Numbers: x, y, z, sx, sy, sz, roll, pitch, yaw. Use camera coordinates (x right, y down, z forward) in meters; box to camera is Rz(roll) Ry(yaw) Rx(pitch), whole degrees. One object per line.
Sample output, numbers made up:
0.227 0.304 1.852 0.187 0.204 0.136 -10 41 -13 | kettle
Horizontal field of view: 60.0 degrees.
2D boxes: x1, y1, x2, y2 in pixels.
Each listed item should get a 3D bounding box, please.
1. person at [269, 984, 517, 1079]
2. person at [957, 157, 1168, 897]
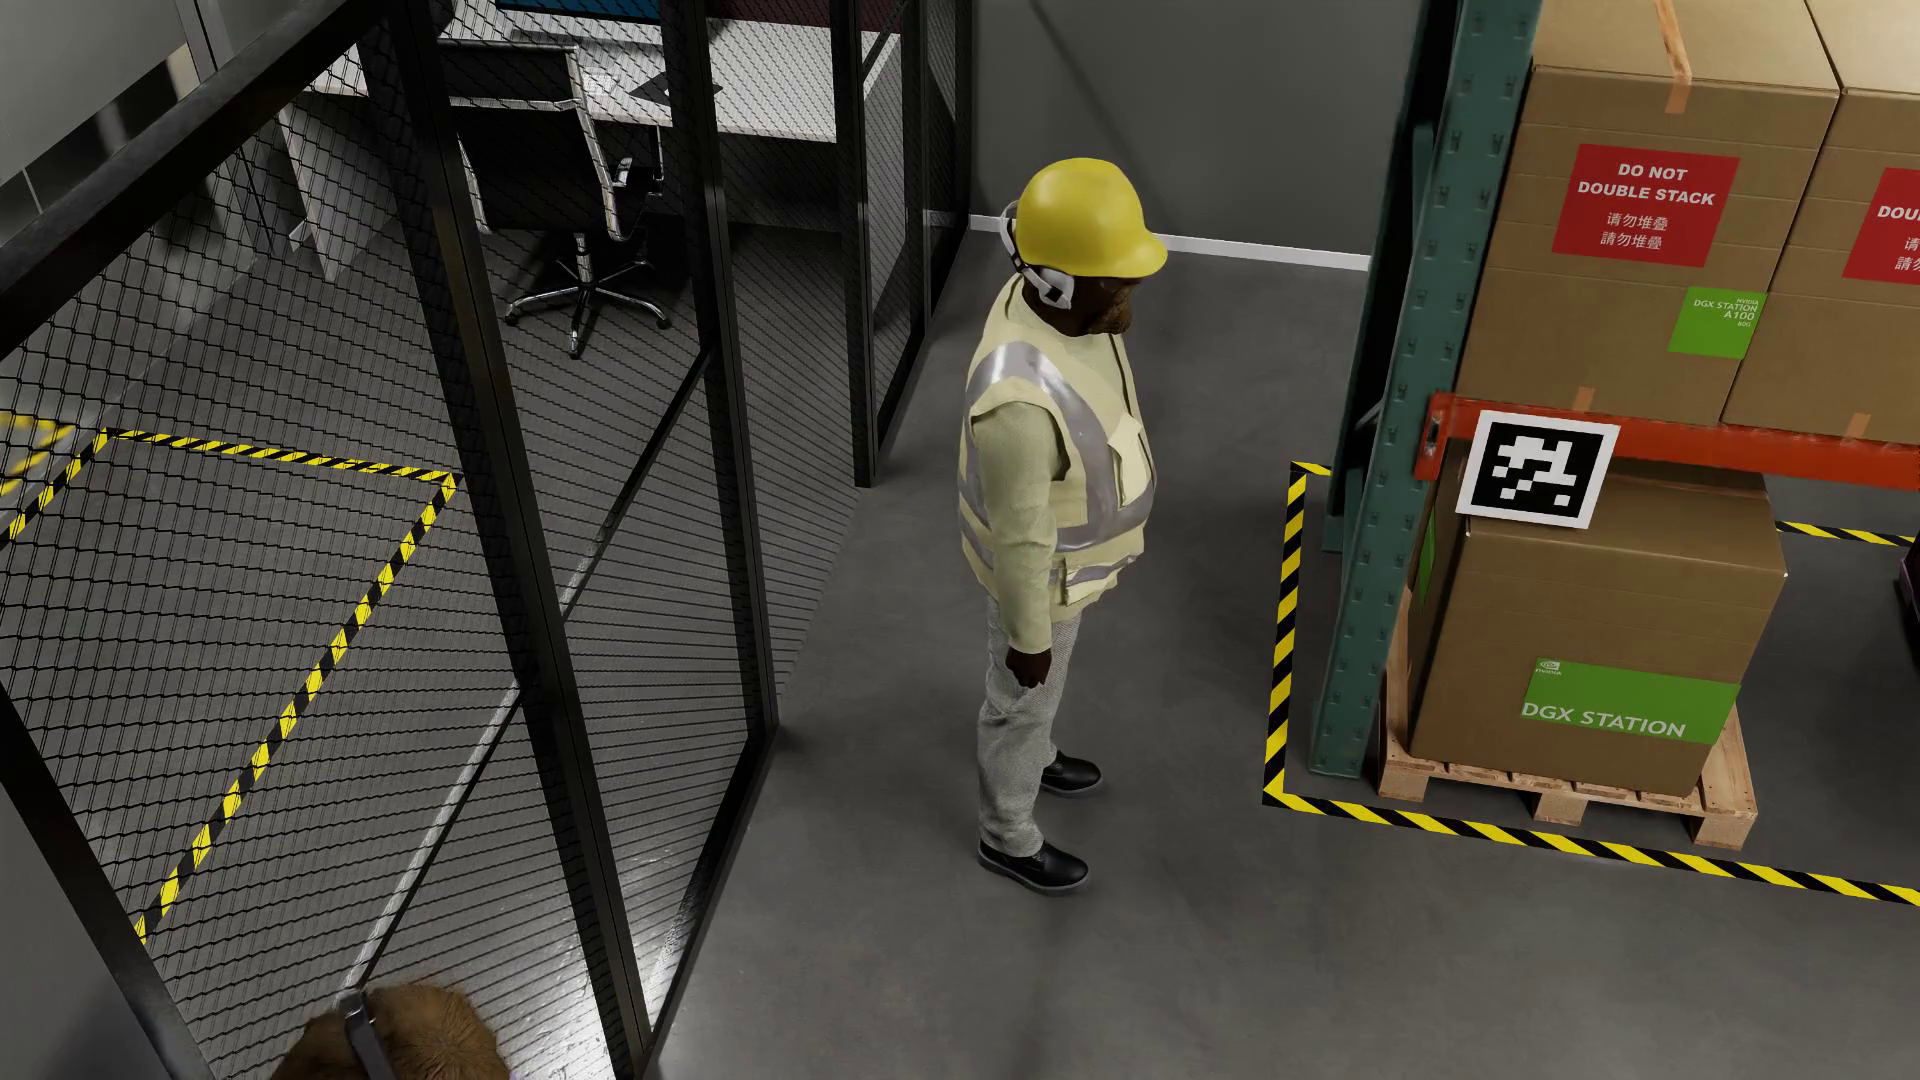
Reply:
-0.528 1.159 2.164 0.637 1.936 0.355 19 44 20 | person
0.203 0.013 3.563 0.404 1.830 0.601 8 42 9 | person
